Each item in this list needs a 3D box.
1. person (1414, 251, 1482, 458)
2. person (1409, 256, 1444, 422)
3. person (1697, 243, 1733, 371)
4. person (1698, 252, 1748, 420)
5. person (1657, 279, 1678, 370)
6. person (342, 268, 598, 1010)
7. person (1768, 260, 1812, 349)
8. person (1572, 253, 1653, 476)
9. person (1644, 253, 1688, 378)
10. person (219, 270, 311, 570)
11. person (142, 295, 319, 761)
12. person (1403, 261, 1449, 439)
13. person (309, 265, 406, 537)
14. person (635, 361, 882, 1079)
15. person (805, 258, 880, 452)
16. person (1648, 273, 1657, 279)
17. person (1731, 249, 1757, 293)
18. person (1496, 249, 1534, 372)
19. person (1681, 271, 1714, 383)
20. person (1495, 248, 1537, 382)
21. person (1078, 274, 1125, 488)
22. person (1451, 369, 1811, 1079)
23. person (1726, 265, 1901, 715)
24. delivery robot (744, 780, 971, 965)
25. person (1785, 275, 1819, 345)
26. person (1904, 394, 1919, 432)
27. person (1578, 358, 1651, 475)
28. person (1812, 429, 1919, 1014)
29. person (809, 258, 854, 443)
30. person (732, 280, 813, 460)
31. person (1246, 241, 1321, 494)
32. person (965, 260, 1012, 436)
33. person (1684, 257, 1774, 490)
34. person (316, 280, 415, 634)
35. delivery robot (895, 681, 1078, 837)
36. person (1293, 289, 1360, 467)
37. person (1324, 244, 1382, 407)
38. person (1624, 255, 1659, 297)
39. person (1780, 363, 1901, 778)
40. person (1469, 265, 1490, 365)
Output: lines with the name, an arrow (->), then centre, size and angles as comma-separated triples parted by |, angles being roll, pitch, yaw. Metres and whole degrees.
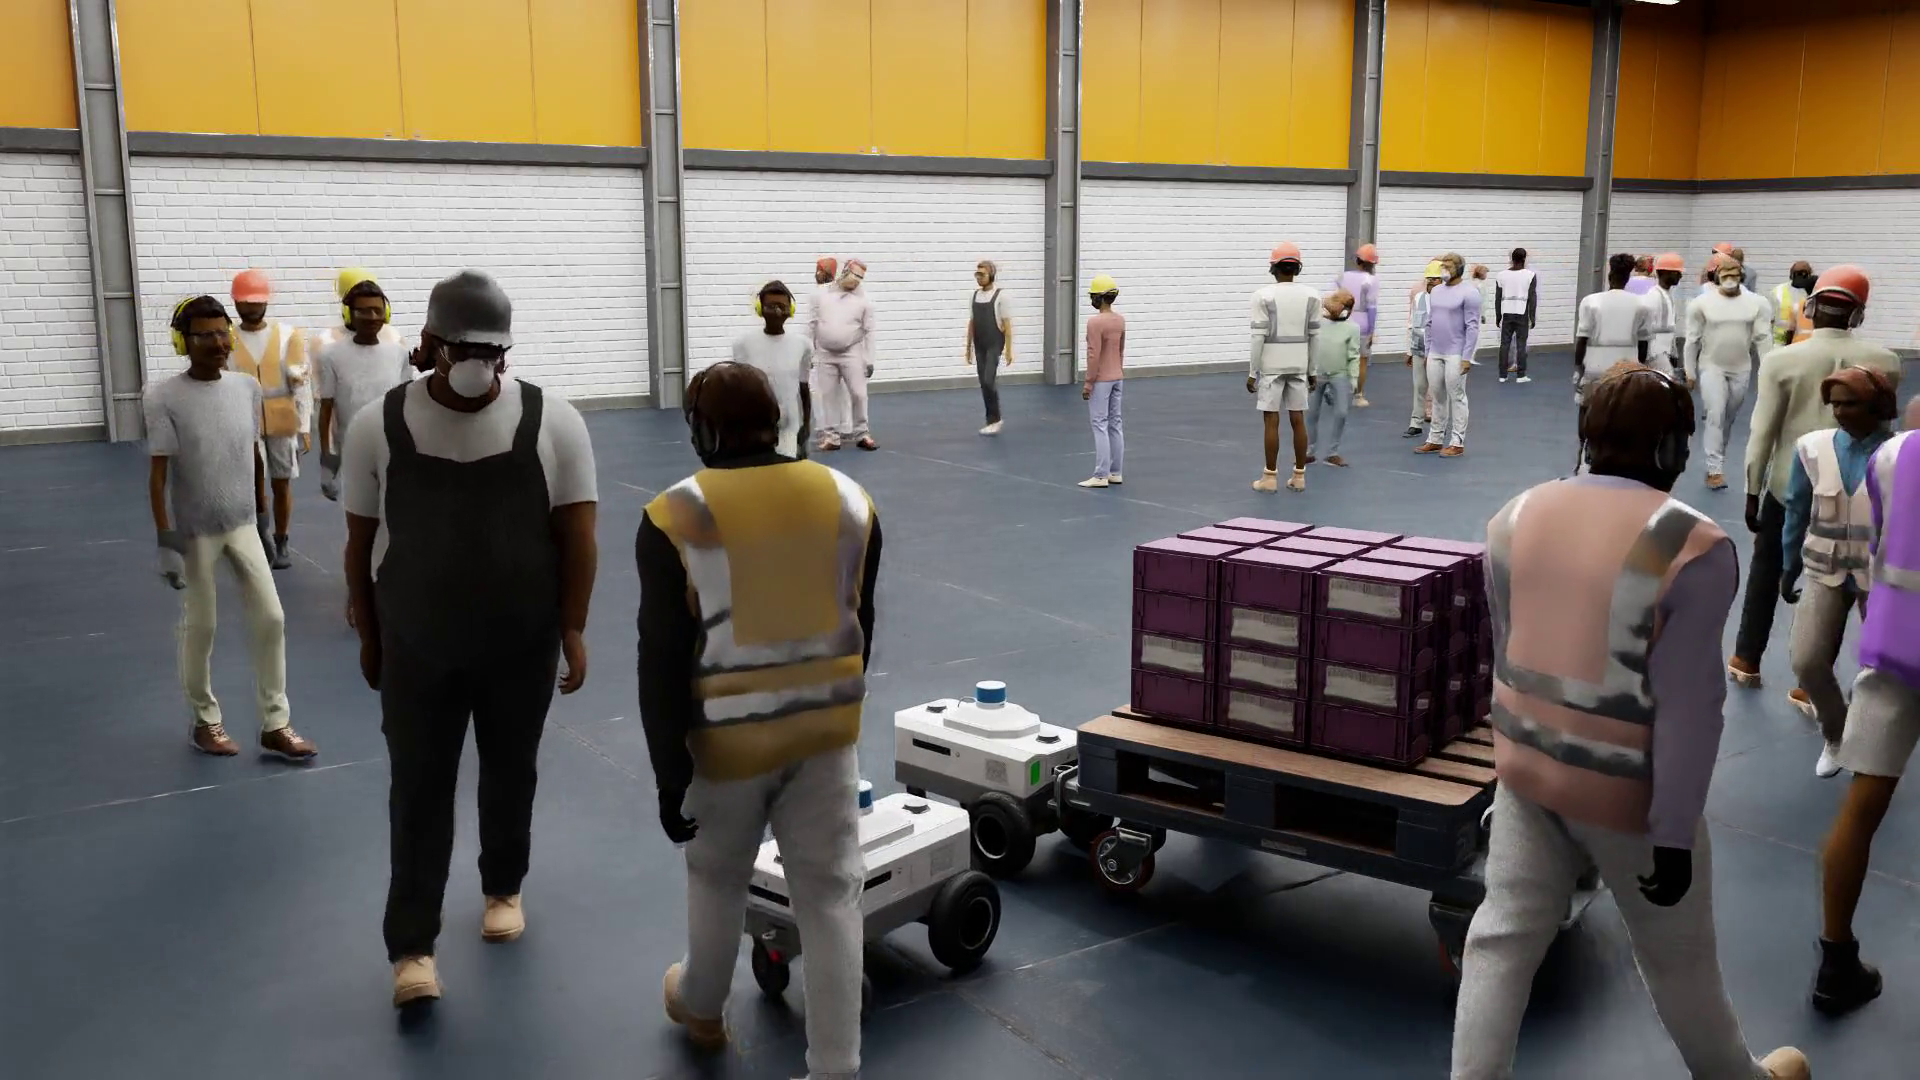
person -> 4.626, -1.751, 15.750 | 0.373, 1.940, 0.630 | -6, 12, -28
person -> 5.453, -2.310, 19.015 | 0.640, 1.868, 0.958 | 1, 10, 8
person -> 11.673, -3.580, 25.652 | 0.396, 1.985, 0.608 | -3, 11, -15
person -> 8.730, -2.332, 19.035 | 0.545, 1.908, 0.771 | 10, 14, 44
person -> 11.051, -3.530, 26.045 | 0.324, 1.740, 0.492 | -3, 11, -17
person -> -1.345, 0.228, 4.625 | 0.695, 2.000, 0.935 | -3, 11, -16
person -> 9.323, -2.210, 18.594 | 0.641, 1.829, 0.460 | 8, 13, 36
person -> 5.481, -1.440, 14.038 | 0.623, 1.939, 0.503 | 2, 11, 11
person -> 6.972, -1.854, 16.365 | 0.681, 1.915, 0.579 | 7, 12, 34
person -> -4.238, -0.691, 10.114 | 0.548, 1.887, 0.984 | -5, 11, -24
person -> -2.852, -0.020, 6.497 | 0.783, 1.842, 0.568 | 8, 13, 36
person -> 4.864, -1.951, 17.136 | 0.590, 1.833, 0.404 | 8, 13, 39
person -> -3.344, -0.581, 9.391 | 0.415, 1.914, 0.612 | 9, 13, 40
person -> -0.479, 0.471, 4.001 | 0.657, 1.781, 0.946 | -5, 12, -26
person -> -1.137, -1.773, 16.091 | 0.730, 1.876, 0.428 | 1, 10, 6
person -> 9.427, -2.873, 22.862 | 0.533, 1.580, 0.850 | 0, 10, 0
person -> 12.564, -3.770, 26.977 | 0.639, 1.896, 1.029 | 0, 10, 2
person -> 8.570, -3.534, 25.672 | 0.443, 1.893, 0.651 | -6, 12, -29
person -> 10.311, -2.940, 22.980 | 0.518, 1.678, 0.556 | -6, 12, -30
person -> 7.966, -3.220, 23.863 | 0.589, 1.920, 0.392 | 7, 13, 35
person -> 1.182, -1.317, 13.844 | 0.311, 1.768, 0.533 | 7, 13, 35
person -> 1.475, 0.523, 3.680 | 0.943, 1.789, 0.644 | -6, 12, -30
person -> 3.813, -0.247, 7.478 | 0.624, 1.940, 0.918 | 2, 11, 11
delivery robot -> -0.294, 0.917, 4.663 | 0.477, 0.478, 0.707 | 8, 13, 39
person -> 9.383, -2.085, 18.343 | 0.824, 1.657, 0.532 | -9, 14, -41
person -> 4.303, -0.088, 7.151 | 0.521, 1.739, 0.662 | 5, 11, 25
person -> 2.497, 0.112, 6.448 | 0.311, 1.614, 0.600 | 6, 12, 29
person -> 2.704, 0.326, 4.507 | 0.956, 1.880, 0.572 | -5, 12, -27
person -> -1.373, -1.901, 16.790 | 0.663, 1.863, 0.590 | 1, 10, 5
person -> -1.152, -0.677, 10.181 | 0.516, 1.839, 0.937 | -1, 10, -6
person -> 2.616, -1.399, 13.536 | 0.614, 2.040, 0.390 | -3, 11, -14
person -> 0.277, -1.989, 17.336 | 0.539, 1.830, 0.509 | 9, 14, 40
person -> 6.333, -1.357, 13.684 | 0.644, 1.895, 0.928 | 1, 10, 7
person -> -3.029, -0.404, 8.576 | 0.544, 1.860, 0.413 | -7, 13, -34
delivery robot -> 0.104, 0.727, 5.704 | 0.707, 0.478, 0.477 | 10, 14, 43
person -> 3.321, -1.456, 15.045 | 0.567, 1.612, 0.383 | 2, 11, 11
person -> 4.820, -2.579, 20.203 | 0.734, 1.999, 0.656 | -10, 14, -42
person -> 8.612, -2.681, 21.101 | 0.570, 1.844, 0.377 | 10, 14, 43
person -> 3.319, 0.169, 6.109 | 0.615, 1.624, 0.361 | 10, 14, 43
person -> 8.381, -3.673, 27.195 | 0.374, 1.615, 0.583 | -1, 10, -5
